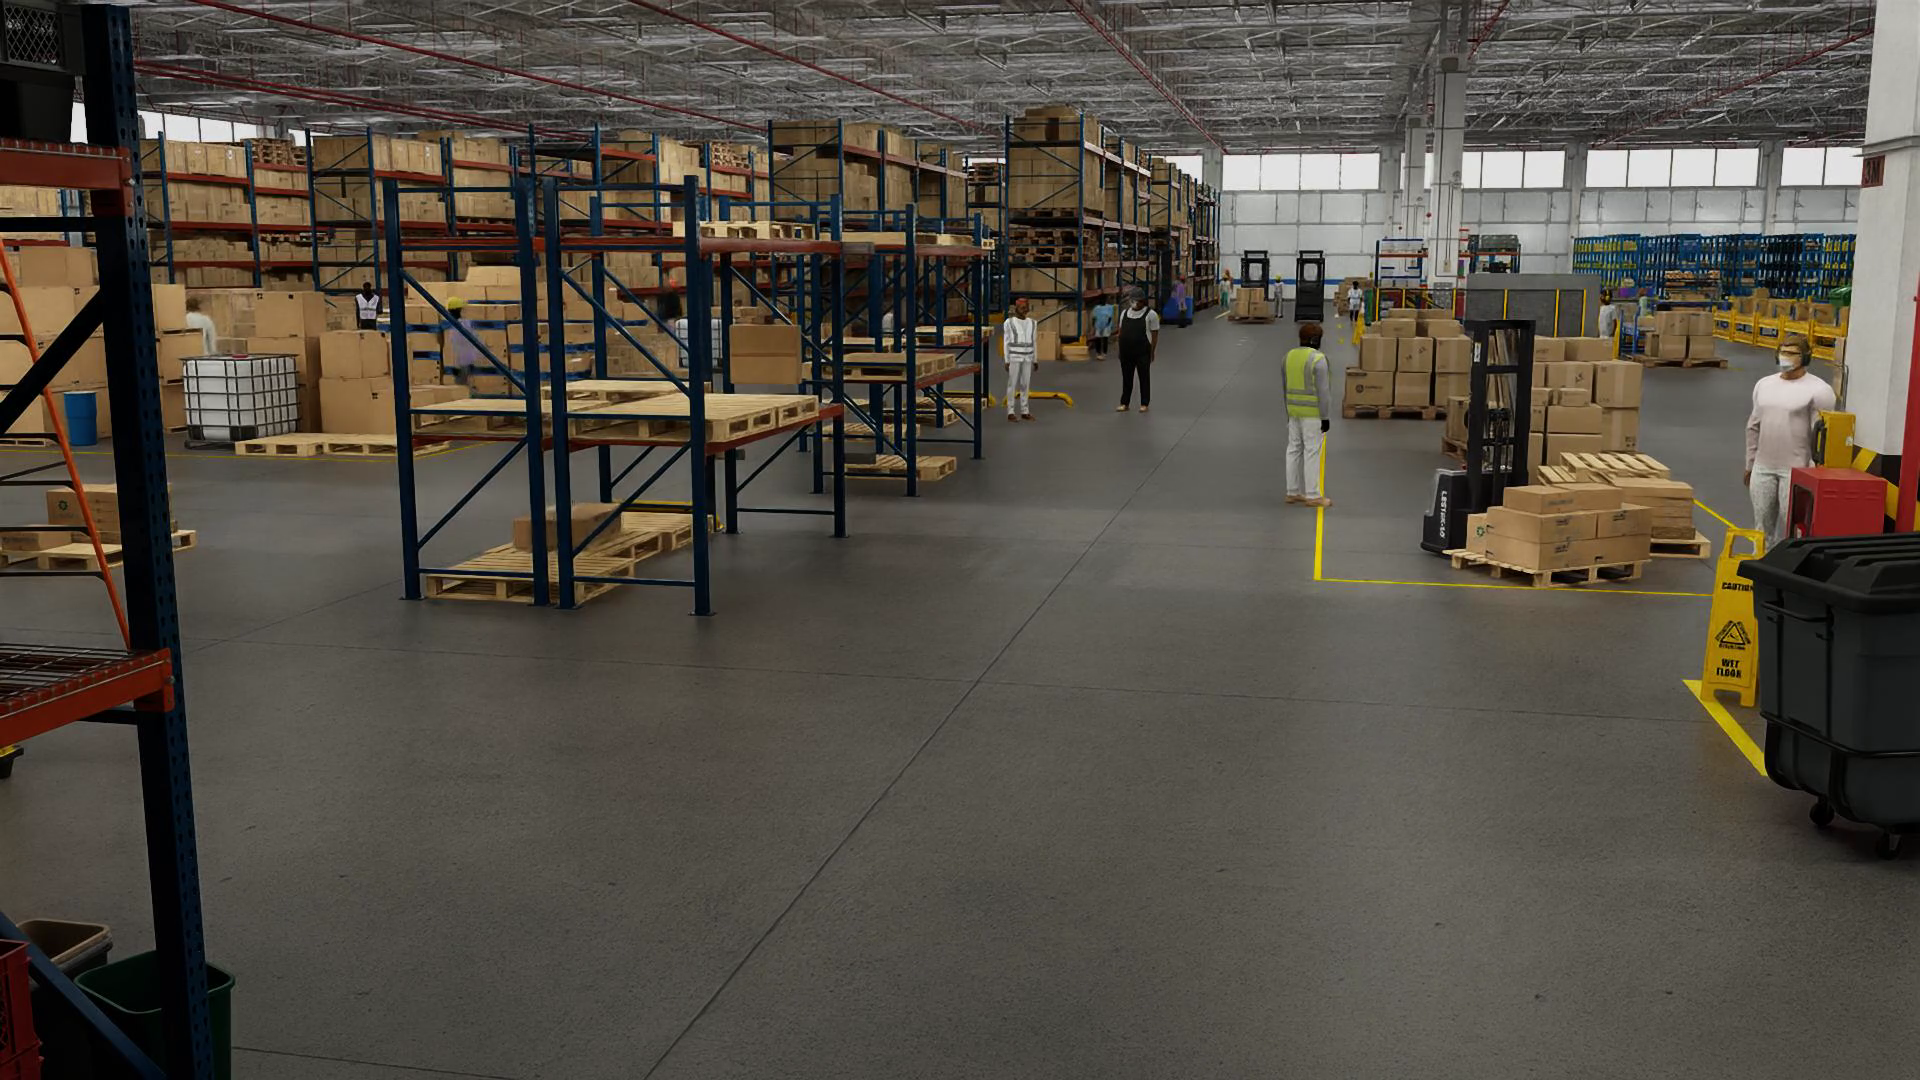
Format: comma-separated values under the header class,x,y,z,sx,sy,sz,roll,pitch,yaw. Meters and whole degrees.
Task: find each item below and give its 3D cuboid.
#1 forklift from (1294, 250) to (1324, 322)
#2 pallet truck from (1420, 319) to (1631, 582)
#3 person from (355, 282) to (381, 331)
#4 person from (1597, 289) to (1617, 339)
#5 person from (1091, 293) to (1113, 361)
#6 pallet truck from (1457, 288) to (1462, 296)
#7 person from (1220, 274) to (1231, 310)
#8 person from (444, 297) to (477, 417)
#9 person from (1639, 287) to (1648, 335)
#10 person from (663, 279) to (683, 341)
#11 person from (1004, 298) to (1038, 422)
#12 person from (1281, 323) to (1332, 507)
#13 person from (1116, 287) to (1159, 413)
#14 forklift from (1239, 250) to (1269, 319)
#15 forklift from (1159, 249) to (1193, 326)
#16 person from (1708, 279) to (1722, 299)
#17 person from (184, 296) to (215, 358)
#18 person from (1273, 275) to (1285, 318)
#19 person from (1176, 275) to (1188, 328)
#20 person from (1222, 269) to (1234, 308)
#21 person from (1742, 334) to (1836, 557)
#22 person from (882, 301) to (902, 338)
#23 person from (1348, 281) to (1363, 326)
class,x,y,z,sx,sy,sz,roll,pitch,yaw
forklift,13.778,-10.002,65.433,1.129,2.768,1.873,2,10,12
pallet truck,4.543,-0.757,13.299,0.823,1.965,1.885,-4,10,-22
person,-14.774,-5.482,41.548,0.587,1.911,0.397,-4,11,-25
person,13.104,-4.144,33.755,0.319,1.863,0.521,-2,10,-13
person,3.431,-5.192,40.544,0.553,1.661,0.511,3,10,20
pallet truck,20.506,-9.785,68.819,0.653,1.274,1.630,2,10,12
person,12.924,-12.084,81.086,0.536,1.749,0.439,2,10,10
person,-7.502,-2.689,24.979,0.430,1.911,0.630,0,10,2
person,20.623,-6.817,50.270,0.269,1.631,0.508,6,11,31
person,-7.195,-5.616,42.156,0.764,1.960,0.636,2,10,12
person,0.931,-2.747,25.422,0.572,1.883,0.356,-5,11,-27
person,3.500,-1.254,16.706,0.429,1.844,0.627,-6,11,-30
person,2.842,-3.079,26.921,0.674,2.000,0.535,5,11,28
forklift,11.786,-10.166,66.404,1.129,2.768,1.873,2,10,12
forklift,7.646,-9.320,61.395,1.873,2.768,1.129,2,10,11
person,34.021,-11.142,74.996,0.617,1.933,0.684,2,10,10
person,-11.967,-2.859,26.032,0.885,1.910,0.631,9,13,42
person,13.455,-10.280,70.219,0.405,1.823,0.591,-7,12,-37
person,8.029,-8.593,59.942,0.407,1.914,0.576,-1,10,-3
person,13.589,-12.770,84.504,0.630,1.977,0.753,1,10,9
person,5.951,-0.512,12.024,0.373,1.940,0.630,-5,11,-30
person,-1.453,-4.116,34.311,0.528,1.624,0.484,4,10,24
person,14.660,-8.758,61.643,0.538,1.674,0.688,1,10,8
